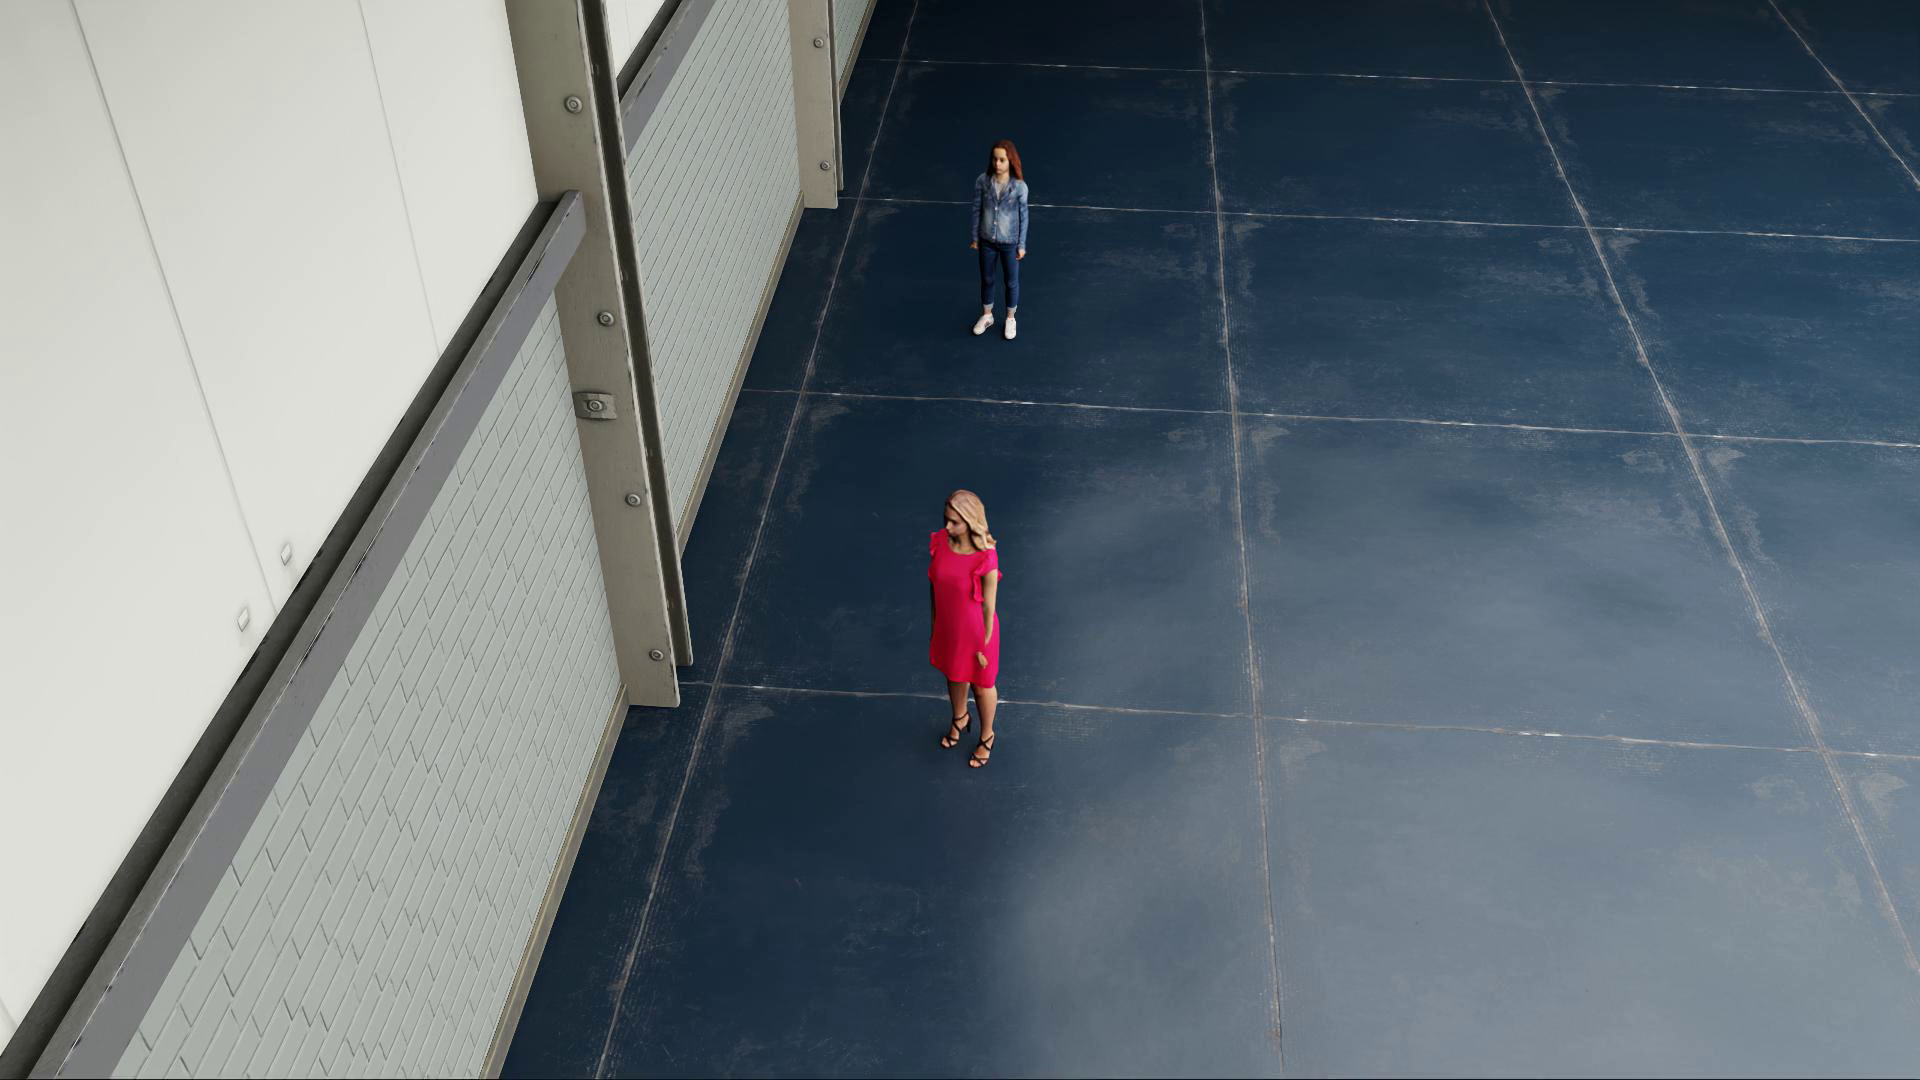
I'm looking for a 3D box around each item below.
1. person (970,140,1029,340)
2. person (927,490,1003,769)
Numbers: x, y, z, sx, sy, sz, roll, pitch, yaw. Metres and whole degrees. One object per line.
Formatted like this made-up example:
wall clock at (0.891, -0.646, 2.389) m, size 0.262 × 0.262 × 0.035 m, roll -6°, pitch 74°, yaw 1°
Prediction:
person at (0.288, -2.151, 11.865) m, size 0.598 × 1.477 × 0.563 m, roll 10°, pitch 39°, yaw 13°
person at (0.044, 0.438, 8.358) m, size 0.668 × 1.721 × 0.696 m, roll 25°, pitch 44°, yaw 28°
